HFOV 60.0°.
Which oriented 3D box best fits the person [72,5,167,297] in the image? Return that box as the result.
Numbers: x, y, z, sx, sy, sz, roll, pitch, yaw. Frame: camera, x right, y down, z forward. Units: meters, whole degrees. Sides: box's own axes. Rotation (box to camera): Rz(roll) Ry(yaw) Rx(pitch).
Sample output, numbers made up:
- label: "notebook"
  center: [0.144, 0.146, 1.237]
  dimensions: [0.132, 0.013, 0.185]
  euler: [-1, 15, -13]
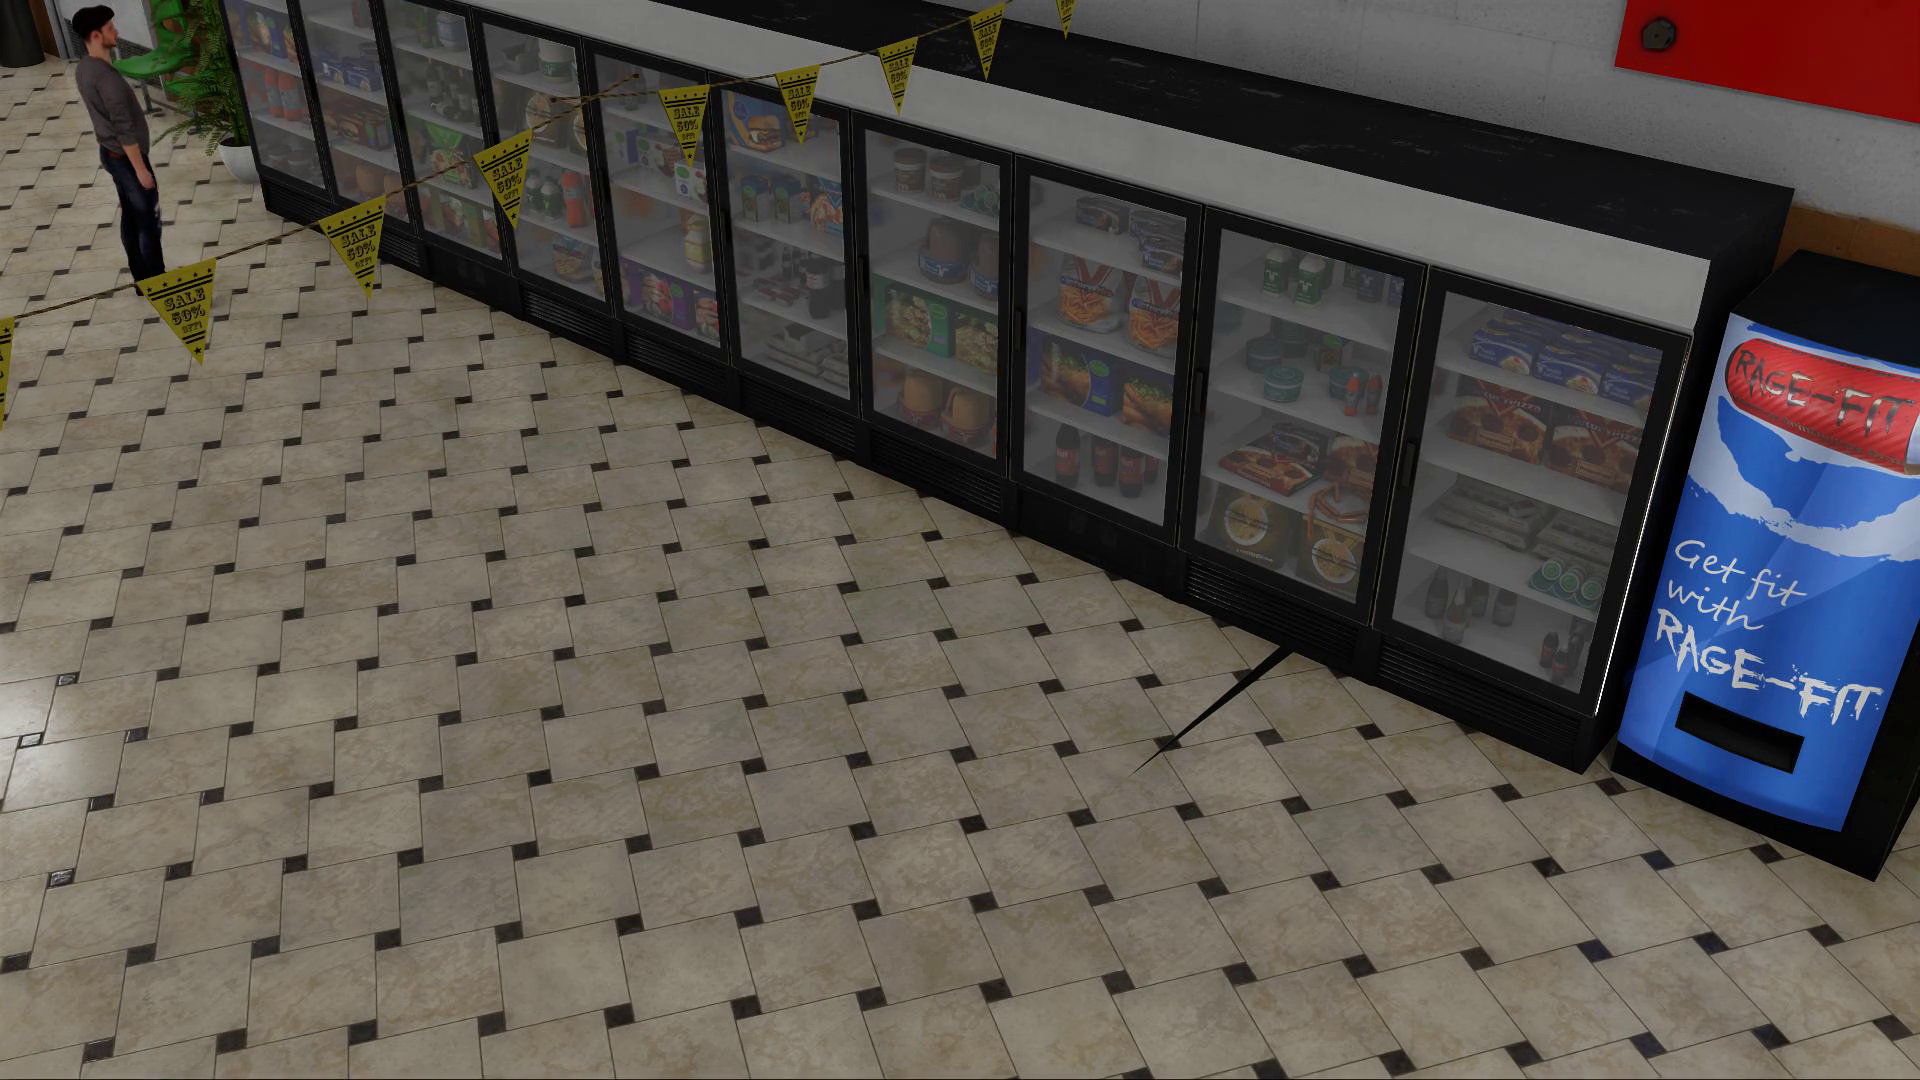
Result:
- label: "person"
  center: [-5.326, -2.434, 10.628]
  dimensions: [0.673, 1.901, 0.739]
  euler: [-23, 38, -32]
